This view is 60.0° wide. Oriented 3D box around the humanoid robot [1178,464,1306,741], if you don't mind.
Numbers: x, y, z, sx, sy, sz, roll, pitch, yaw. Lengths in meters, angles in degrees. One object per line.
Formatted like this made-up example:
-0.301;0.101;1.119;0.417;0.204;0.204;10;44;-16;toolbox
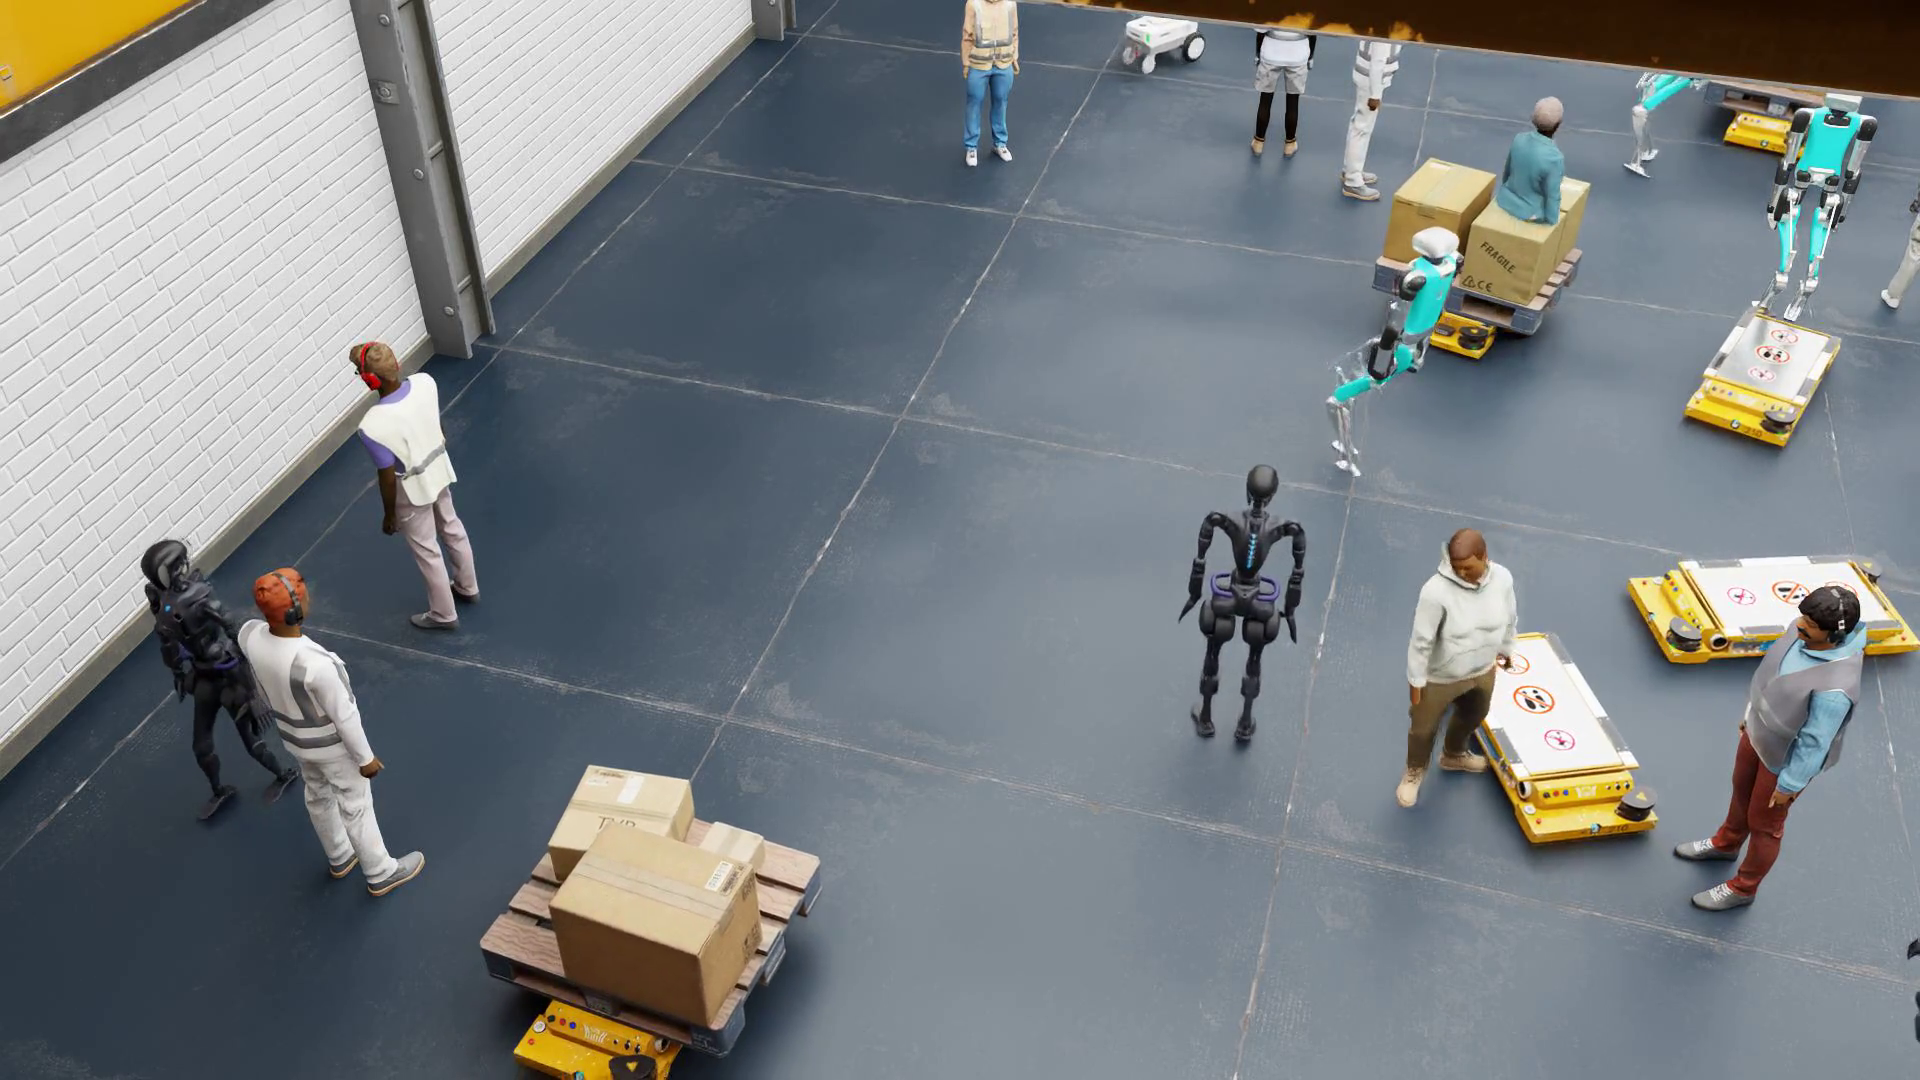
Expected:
1.429;0.330;8.470;0.610;1.648;0.329;6;39;7;humanoid robot

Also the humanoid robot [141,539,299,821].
-3.606;0.716;8.001;0.613;1.647;0.537;15;41;18;humanoid robot

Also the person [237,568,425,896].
-2.899;0.895;7.604;0.572;1.884;0.357;20;43;23;person

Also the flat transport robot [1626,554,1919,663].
4.649;0.395;9.513;1.431;0.231;0.659;-2;39;-3;flat transport robot

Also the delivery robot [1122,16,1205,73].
1.914;-4.782;15.723;0.795;0.592;0.499;-27;46;-29;delivery robot

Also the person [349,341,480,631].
-2.960;-0.275;9.095;0.396;1.837;0.563;14;41;17;person

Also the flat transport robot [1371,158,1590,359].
3.774;-1.806;12.250;0.659;0.231;1.431;23;44;26;flat transport robot

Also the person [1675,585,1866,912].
3.736;0.942;7.555;0.415;1.873;0.535;1;39;2;person

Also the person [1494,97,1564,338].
3.946;-2.242;11.613;0.343;1.749;0.556;-18;42;-21;person

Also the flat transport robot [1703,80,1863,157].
7.270;-3.811;14.744;0.659;0.231;1.431;20;43;23;flat transport robot

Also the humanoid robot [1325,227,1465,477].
2.572;-1.195;10.355;0.552;1.809;0.811;-30;48;-32;humanoid robot

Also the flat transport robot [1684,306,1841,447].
5.542;-1.146;11.430;0.659;0.231;1.431;24;45;27;flat transport robot

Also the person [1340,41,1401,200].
3.311;-3.668;13.280;0.359;1.881;0.573;7;39;9;person

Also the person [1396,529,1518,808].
2.459;0.597;8.101;0.719;1.733;0.368;-11;40;-14;person

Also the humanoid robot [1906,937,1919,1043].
4.239;1.733;6.723;0.589;1.642;0.518;6;39;7;humanoid robot

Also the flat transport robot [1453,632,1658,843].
3.052;0.977;8.789;0.659;0.231;1.431;-5;39;-7;flat transport robot

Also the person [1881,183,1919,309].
7.092;-2.389;11.891;0.515;1.629;0.310;7;39;8;person

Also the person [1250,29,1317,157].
2.699;-4.013;13.856;0.533;1.696;0.318;6;39;8;person

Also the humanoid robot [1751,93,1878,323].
5.886;-2.246;11.520;0.533;1.677;0.735;12;40;15;humanoid robot

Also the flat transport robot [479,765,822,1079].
-1.384;1.885;7.660;0.659;0.231;1.431;14;41;17;flat transport robot

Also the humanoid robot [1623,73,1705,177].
5.804;-3.906;13.693;0.878;1.778;0.604;-7;39;-9;humanoid robot

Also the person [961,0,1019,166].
0.243;-3.968;13.774;0.485;1.730;0.363;-10;40;-12;person
